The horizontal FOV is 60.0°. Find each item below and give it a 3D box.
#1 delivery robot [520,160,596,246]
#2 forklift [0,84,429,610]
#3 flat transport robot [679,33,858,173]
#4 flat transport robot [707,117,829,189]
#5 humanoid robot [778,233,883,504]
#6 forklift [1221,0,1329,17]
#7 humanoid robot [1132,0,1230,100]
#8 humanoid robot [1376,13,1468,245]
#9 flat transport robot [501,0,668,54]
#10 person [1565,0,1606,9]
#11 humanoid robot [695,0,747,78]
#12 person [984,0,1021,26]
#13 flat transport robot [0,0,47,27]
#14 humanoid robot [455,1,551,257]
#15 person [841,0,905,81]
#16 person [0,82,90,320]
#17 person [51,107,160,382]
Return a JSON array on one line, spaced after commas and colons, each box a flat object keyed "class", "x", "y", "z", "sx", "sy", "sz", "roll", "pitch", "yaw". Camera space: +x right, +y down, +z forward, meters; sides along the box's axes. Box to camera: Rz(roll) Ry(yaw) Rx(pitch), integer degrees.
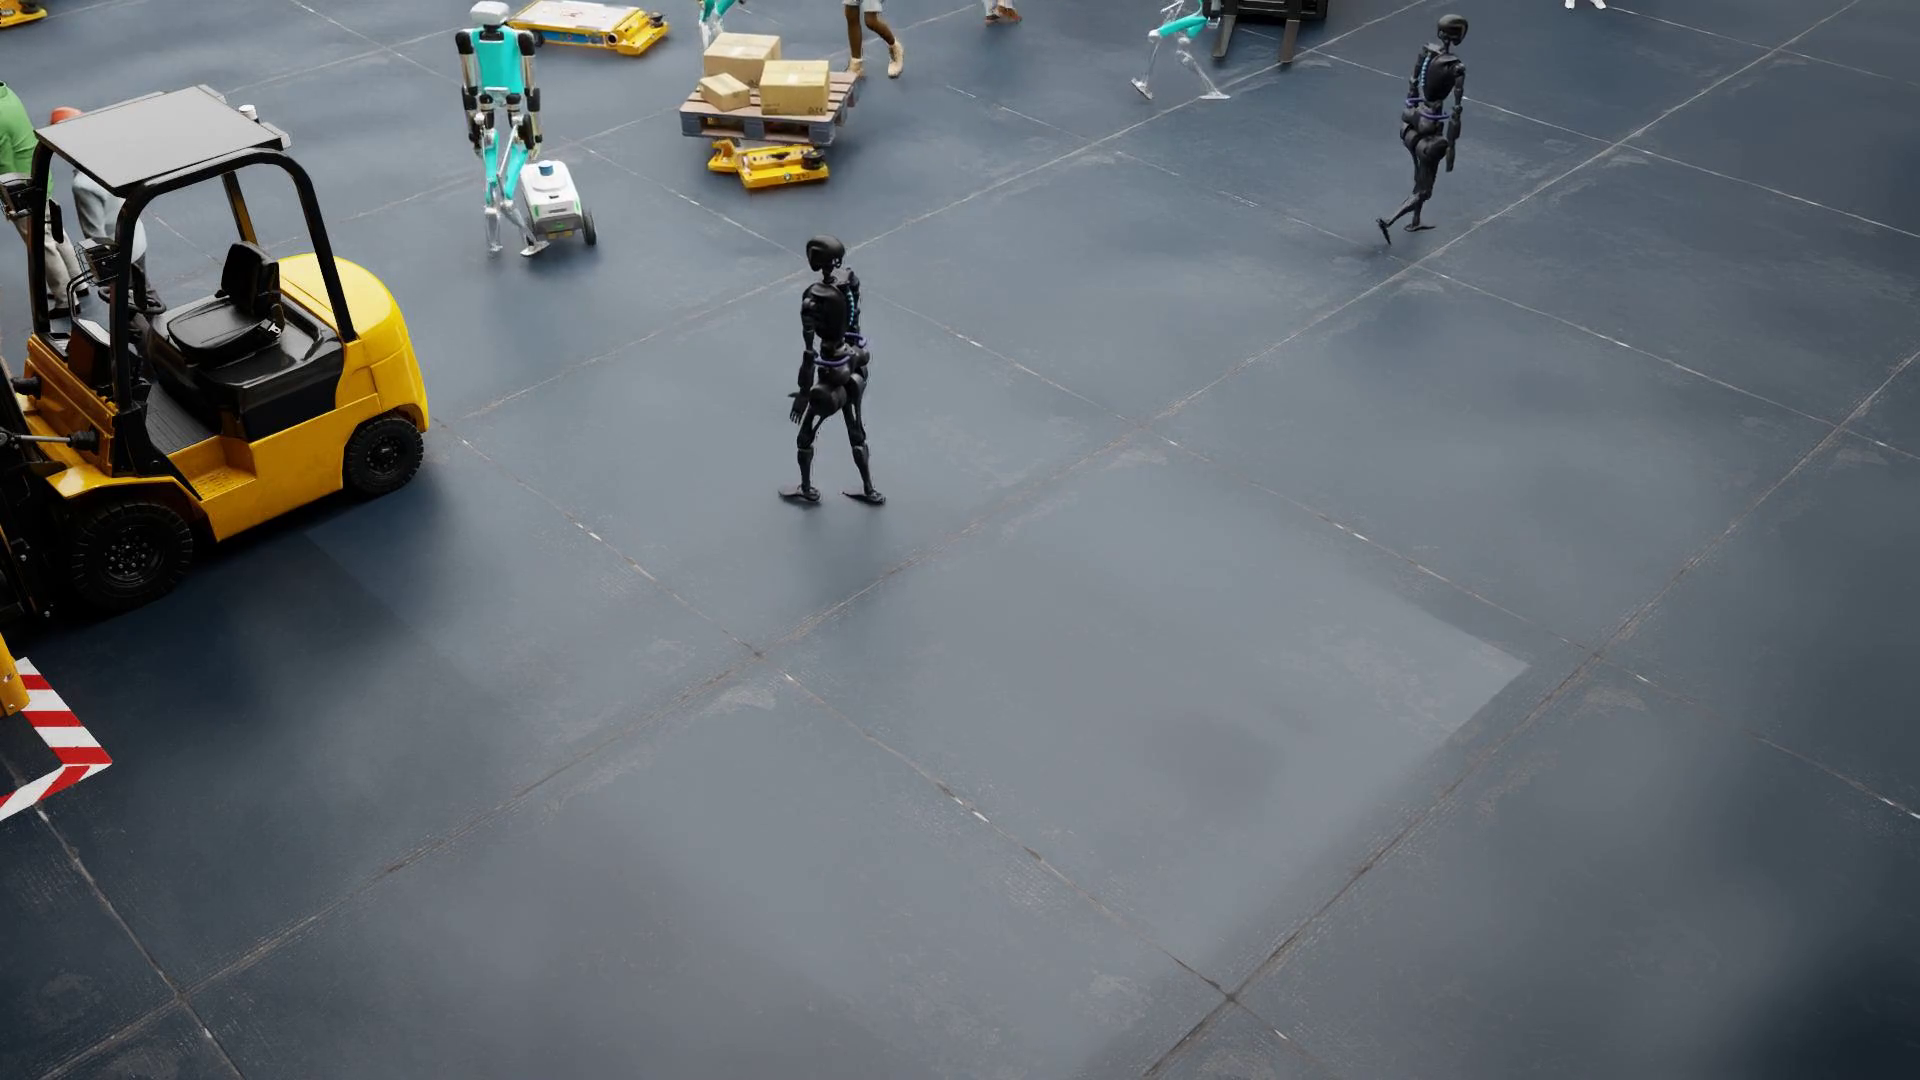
[{"class": "delivery robot", "x": -2.954, "y": -2.455, "z": 12.024, "sx": 0.499, "sy": 0.570, "sz": 0.750, "roll": -12, "pitch": 38, "yaw": -16}, {"class": "forklift", "x": -4.145, "y": -1.093, "z": 8.856, "sx": 2.313, "sy": 2.155, "sz": 1.214, "roll": -31, "pitch": 47, "yaw": -34}, {"class": "flat transport robot", "x": -1.510, "y": -3.319, "z": 13.439, "sx": 0.659, "sy": 0.231, "sz": 1.431, "roll": 6, "pitch": 37, "yaw": 8}, {"class": "flat transport robot", "x": -1.558, "y": -3.211, "z": 13.296, "sx": 0.659, "sy": 0.231, "sz": 1.431, "roll": -12, "pitch": 38, "yaw": -15}, {"class": "humanoid robot", "x": -0.730, "y": -0.923, "z": 9.065, "sx": 0.613, "sy": 1.638, "sz": 0.601, "roll": 17, "pitch": 40, "yaw": 22}, {"class": "forklift", "x": 3.106, "y": -6.400, "z": 15.960, "sx": 1.214, "sy": 2.155, "sz": 2.313, "roll": 8, "pitch": 37, "yaw": 10}, {"class": "humanoid robot", "x": 1.812, "y": -4.473, "z": 13.791, "sx": 0.992, "sy": 1.770, "sz": 0.530, "roll": 1, "pitch": 37, "yaw": 1}, {"class": "humanoid robot", "x": 3.235, "y": -2.893, "z": 11.711, "sx": 0.626, "sy": 1.639, "sz": 0.615, "roll": -14, "pitch": 39, "yaw": -17}, {"class": "flat transport robot", "x": -3.489, "y": -4.736, "z": 15.337, "sx": 1.431, "sy": 0.231, "sz": 0.659, "roll": 9, "pitch": 38, "yaw": 12}, {"class": "person", "x": 6.061, "y": -5.843, "z": 15.671, "sx": 0.521, "sy": 1.639, "sz": 0.304, "roll": 0, "pitch": 37, "yaw": 0}, {"class": "humanoid robot", "x": -2.089, "y": -4.727, "z": 14.072, "sx": 0.536, "sy": 1.744, "sz": 0.732, "roll": -19, "pitch": 41, "yaw": -24}, {"class": "person", "x": 0.408, "y": -5.676, "z": 15.211, "sx": 0.665, "sy": 1.923, "sz": 0.447, "roll": 30, "pitch": 46, "yaw": 33}, {"class": "flat transport robot", "x": -9.381, "y": -5.180, "z": 15.930, "sx": 1.431, "sy": 0.231, "sz": 0.659, "roll": 30, "pitch": 46, "yaw": 34}, {"class": "humanoid robot", "x": -3.173, "y": -2.706, "z": 11.393, "sx": 0.575, "sy": 1.755, "sz": 0.829, "roll": 1, "pitch": 37, "yaw": 1}, {"class": "person", "x": -0.805, "y": -4.836, "z": 14.002, "sx": 0.609, "sy": 2.023, "sz": 0.666, "roll": -28, "pitch": 45, "yaw": -32}, {"class": "person", "x": -6.106, "y": -2.298, "z": 10.818, "sx": 0.388, "sy": 1.776, "sz": 0.545, "roll": -8, "pitch": 37, "yaw": -10}, {"class": "person", "x": -5.184, "y": -1.807, "z": 10.188, "sx": 0.351, "sy": 1.737, "sz": 0.571, "roll": -2, "pitch": 37, "yaw": -3}]
